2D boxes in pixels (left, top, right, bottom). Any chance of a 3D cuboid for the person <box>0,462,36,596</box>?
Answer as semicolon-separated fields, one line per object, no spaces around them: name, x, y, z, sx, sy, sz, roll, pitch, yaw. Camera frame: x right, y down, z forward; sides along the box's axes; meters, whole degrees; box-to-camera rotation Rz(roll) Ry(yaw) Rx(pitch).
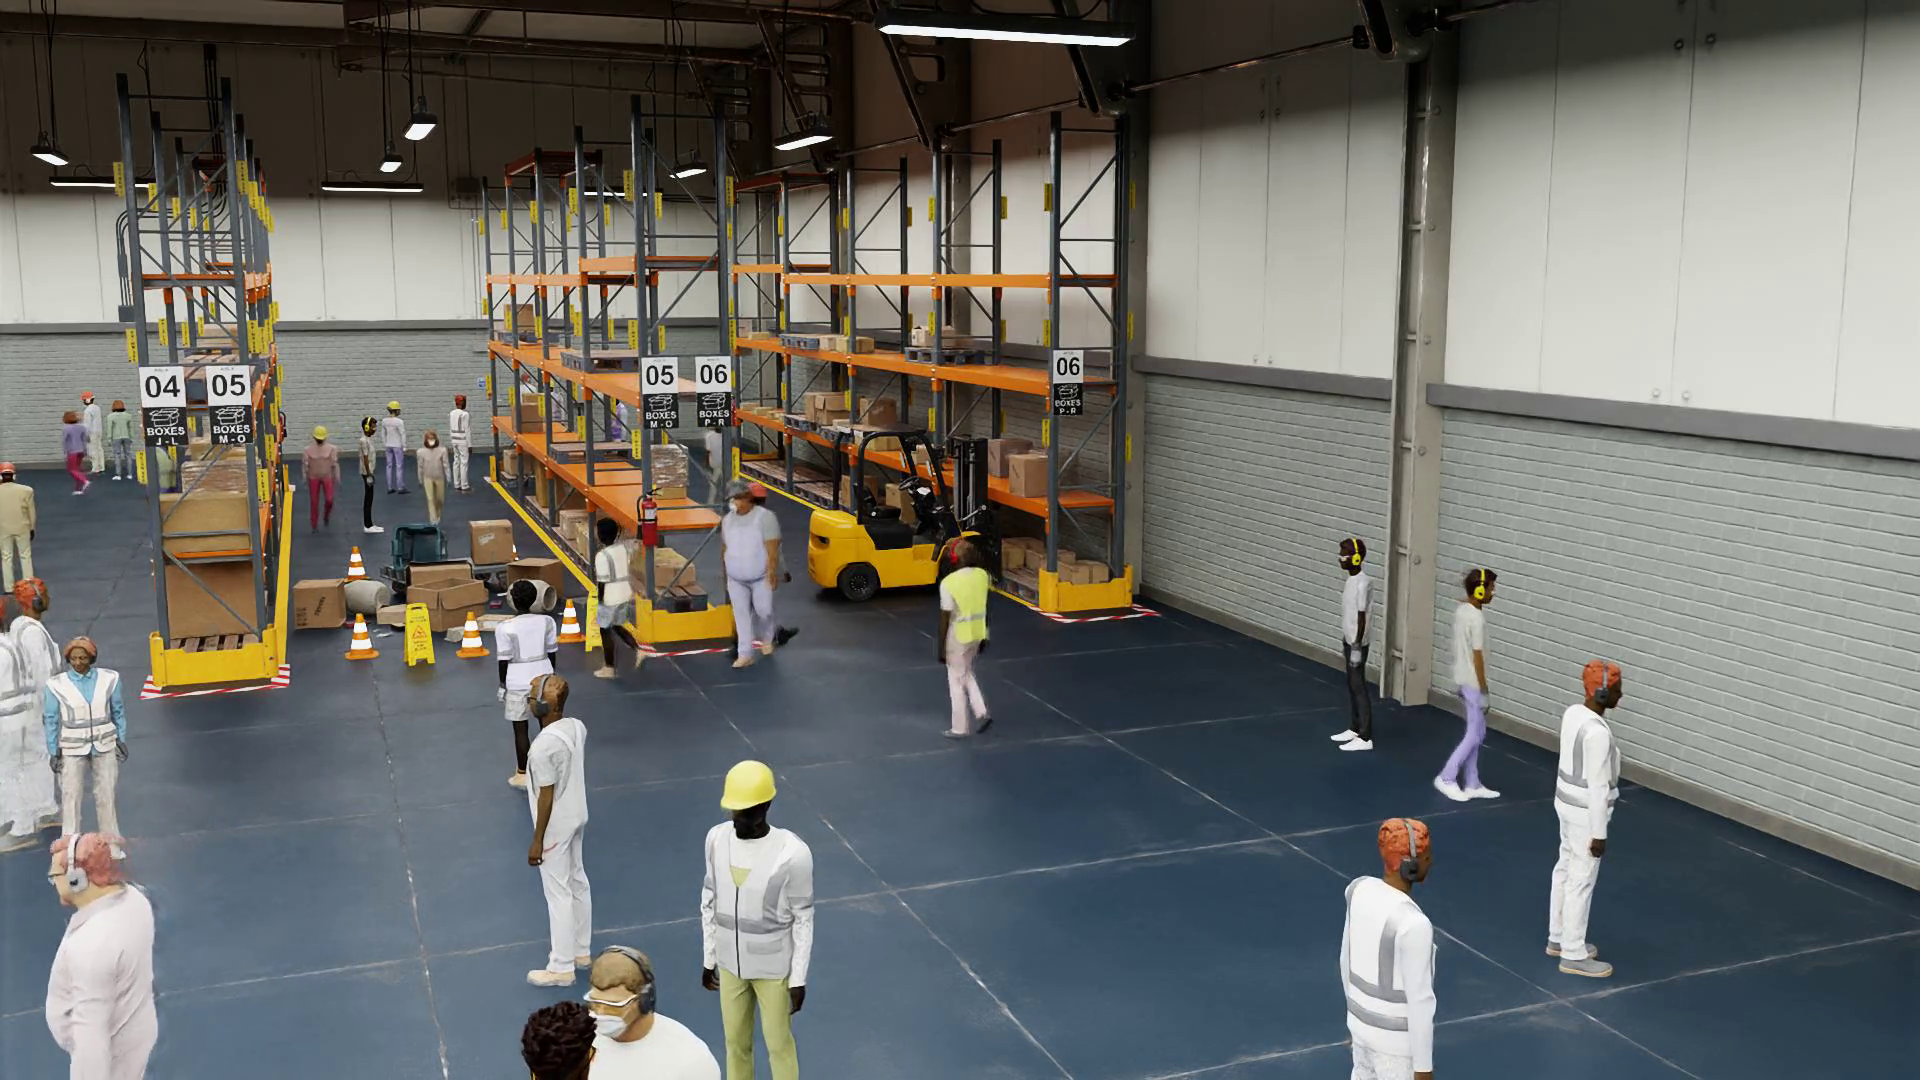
person;-12.265;-0.145;21.533;0.551;1.735;0.380;-5;10;-29

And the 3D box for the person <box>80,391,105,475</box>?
person;-18.058;-2.225;34.588;0.349;1.743;0.563;-1;9;-5

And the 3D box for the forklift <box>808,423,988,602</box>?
forklift;-0.830;-0.399;21.676;2.313;2.155;1.214;-4;10;-21

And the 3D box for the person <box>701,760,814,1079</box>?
person;-0.955;1.951;7.722;0.585;1.928;0.366;4;10;25

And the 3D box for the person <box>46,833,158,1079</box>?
person;-3.459;2.113;6.902;0.703;1.874;0.651;-2;9;-12

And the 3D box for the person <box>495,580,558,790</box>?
person;-3.485;1.161;13.415;0.535;1.697;0.321;-7;12;-39

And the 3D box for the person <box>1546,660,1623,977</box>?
person;3.710;1.635;9.861;0.338;1.882;0.576;0;9;3

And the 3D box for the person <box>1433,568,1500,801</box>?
person;4.017;1.142;13.044;0.526;1.858;0.533;1;9;4

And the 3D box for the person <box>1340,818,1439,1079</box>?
person;1.810;2.085;7.014;0.337;1.882;0.585;-3;9;-17

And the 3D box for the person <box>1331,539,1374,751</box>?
person;3.446;0.904;14.542;0.334;1.861;0.500;0;9;0

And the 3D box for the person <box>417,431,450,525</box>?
person;-8.636;-1.000;27.297;0.504;1.613;0.666;-4;10;-23

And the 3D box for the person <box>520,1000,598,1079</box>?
person;-1.185;2.352;5.073;0.612;1.965;0.361;4;10;25

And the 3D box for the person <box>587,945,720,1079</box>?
person;-1.100;2.281;5.650;0.632;1.932;0.367;4;10;23

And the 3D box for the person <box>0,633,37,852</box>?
person;-6.896;1.322;11.860;0.491;1.865;0.572;-7;11;-37

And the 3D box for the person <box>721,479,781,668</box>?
person;-2.242;0.309;17.704;0.702;2.000;0.756;2;9;11

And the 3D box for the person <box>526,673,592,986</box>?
person;-2.355;1.678;9.700;0.345;1.847;0.504;2;9;14

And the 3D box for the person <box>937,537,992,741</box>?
person;0.019;0.884;14.713;0.436;1.834;0.589;8;12;42

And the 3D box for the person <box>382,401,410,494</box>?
person;-10.706;-1.750;31.554;0.555;1.760;0.342;4;10;23

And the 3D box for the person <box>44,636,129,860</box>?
person;-6.102;1.473;11.638;0.521;1.638;0.314;-8;12;-42

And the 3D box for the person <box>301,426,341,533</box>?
person;-10.275;-0.975;26.735;0.625;1.731;0.441;-3;10;-21

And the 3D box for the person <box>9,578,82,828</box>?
person;-6.908;1.215;12.496;0.349;1.881;0.584;-7;12;-39

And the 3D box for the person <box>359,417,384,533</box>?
person;-9.501;-1.047;26.793;0.329;1.865;0.515;-3;9;-18

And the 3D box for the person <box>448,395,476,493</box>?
person;-9.496;-1.829;31.675;0.575;1.880;0.358;7;12;38

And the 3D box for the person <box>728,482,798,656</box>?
person;-2.195;0.308;18.235;0.553;1.872;1.045;9;13;44

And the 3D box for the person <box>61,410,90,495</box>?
person;-16.588;-1.627;31.241;0.520;1.621;0.503;3;10;20

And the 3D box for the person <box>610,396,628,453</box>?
person;-6.878;-2.058;33.267;0.429;1.837;0.629;-8;12;-42

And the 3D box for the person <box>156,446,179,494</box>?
person;-11.965;-0.770;25.042;0.564;1.927;0.620;2;9;14

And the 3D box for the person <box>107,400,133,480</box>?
person;-17.032;-2.033;33.757;0.286;1.623;0.505;7;12;38

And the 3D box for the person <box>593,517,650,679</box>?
person;-3.502;0.600;16.977;0.495;1.681;0.547;4;10;24
